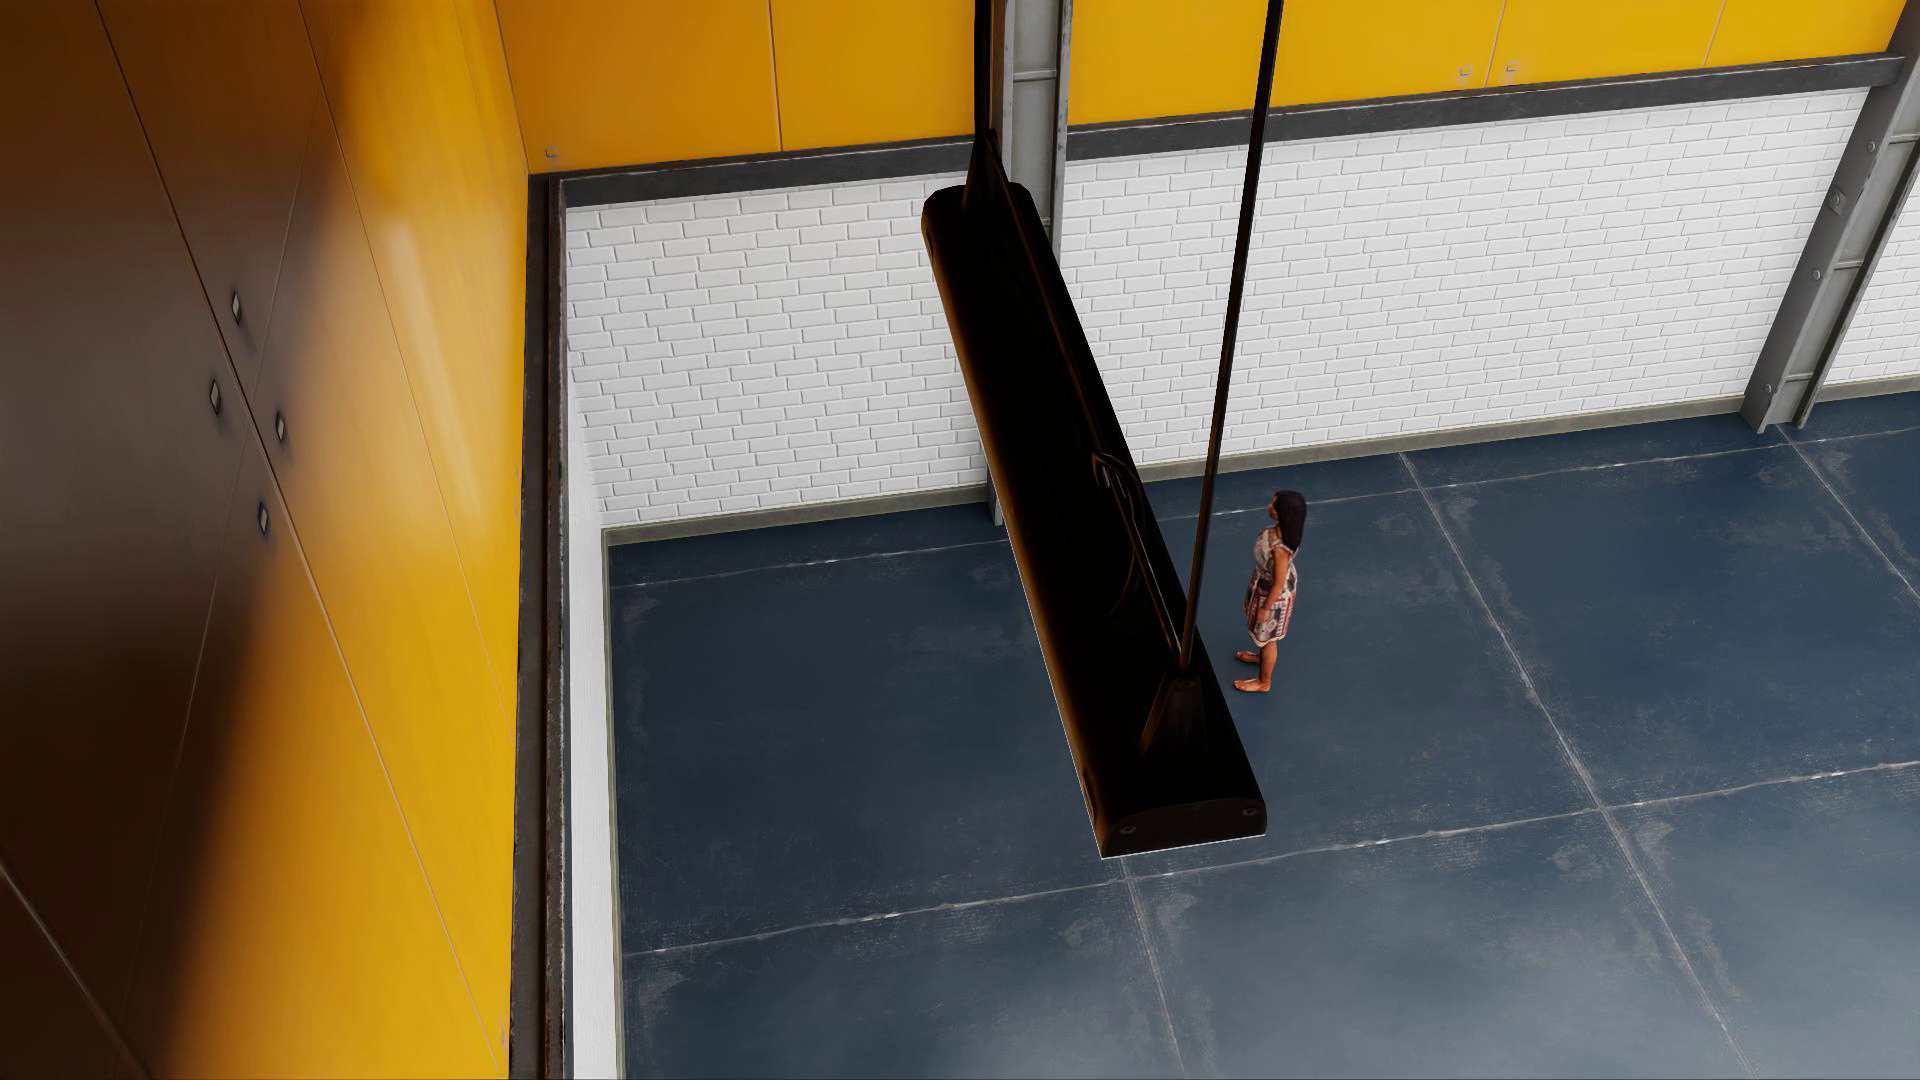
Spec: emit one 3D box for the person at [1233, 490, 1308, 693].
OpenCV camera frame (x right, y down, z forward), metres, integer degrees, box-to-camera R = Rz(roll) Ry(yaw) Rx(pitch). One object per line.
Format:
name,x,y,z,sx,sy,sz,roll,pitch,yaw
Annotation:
person,1.973,0.310,10.461,0.671,1.645,0.718,9,44,9
